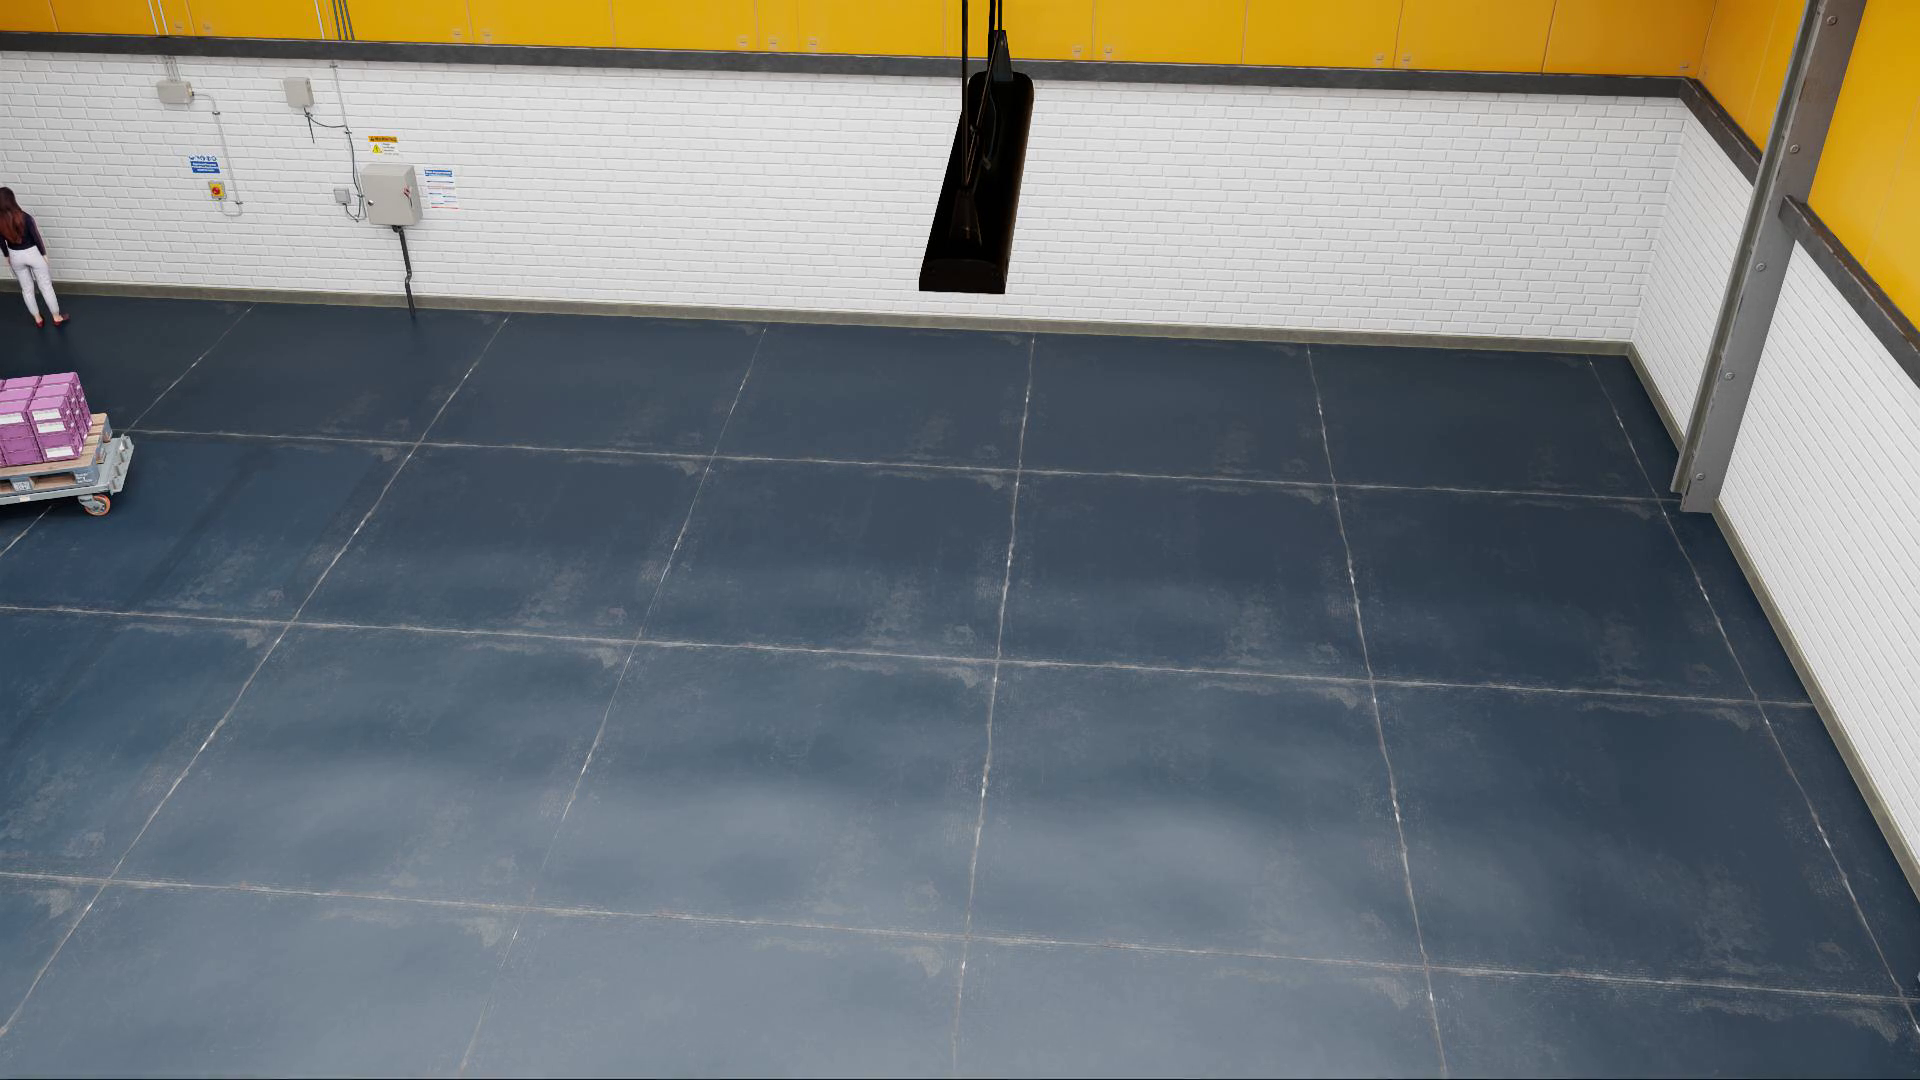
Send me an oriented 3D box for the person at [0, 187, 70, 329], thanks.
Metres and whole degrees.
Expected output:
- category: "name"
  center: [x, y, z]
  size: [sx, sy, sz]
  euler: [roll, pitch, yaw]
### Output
- category: "person"
  center: [-10.220, -3.098, 18.221]
  size: [0.648, 1.607, 0.601]
  euler: [-5, 34, -7]
